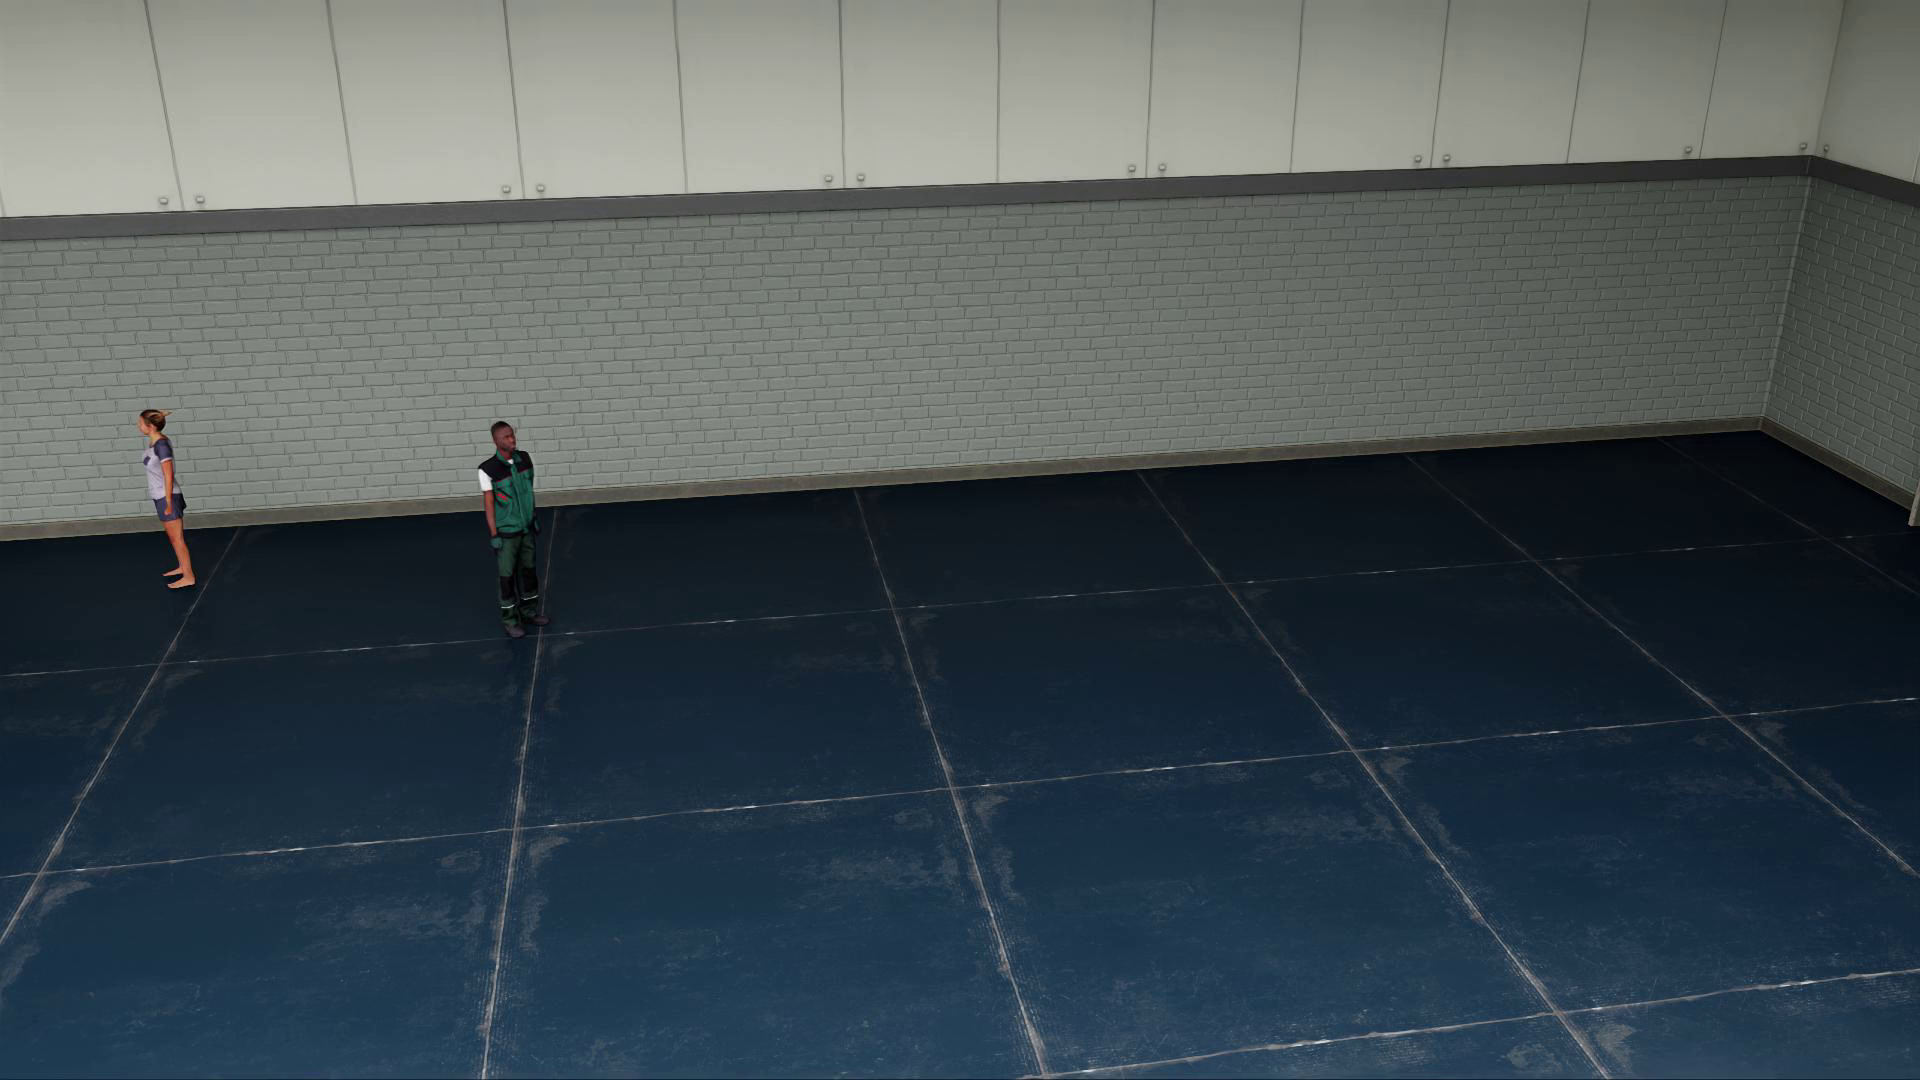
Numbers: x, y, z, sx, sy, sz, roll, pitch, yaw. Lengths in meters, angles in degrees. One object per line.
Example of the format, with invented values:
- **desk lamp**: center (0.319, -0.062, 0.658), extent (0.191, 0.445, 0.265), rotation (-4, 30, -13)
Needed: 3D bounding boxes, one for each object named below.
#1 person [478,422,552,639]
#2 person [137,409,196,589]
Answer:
- **person**: center (-3.706, -0.107, 13.764), extent (0.841, 1.840, 0.772), rotation (14, 27, 30)
- **person**: center (-6.998, -0.384, 14.689), extent (0.703, 1.625, 0.576), rotation (-12, 26, -26)
